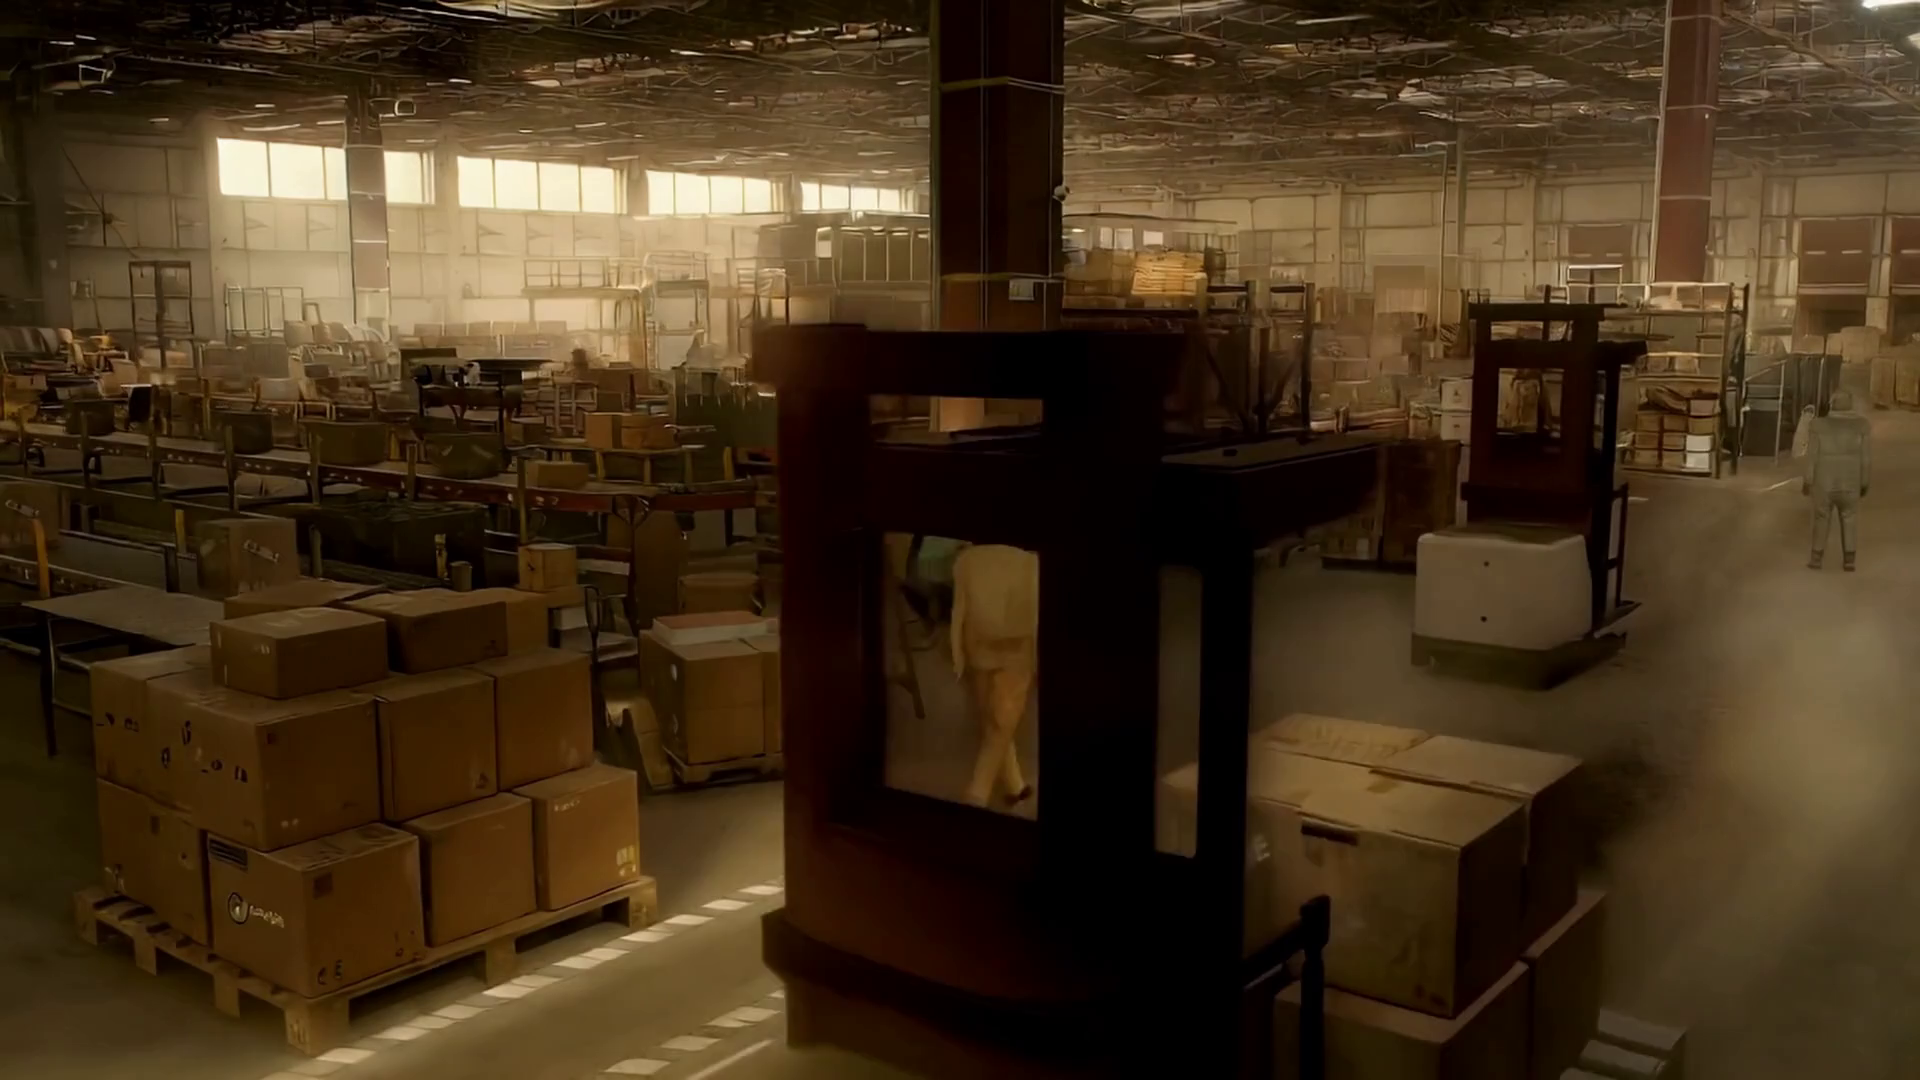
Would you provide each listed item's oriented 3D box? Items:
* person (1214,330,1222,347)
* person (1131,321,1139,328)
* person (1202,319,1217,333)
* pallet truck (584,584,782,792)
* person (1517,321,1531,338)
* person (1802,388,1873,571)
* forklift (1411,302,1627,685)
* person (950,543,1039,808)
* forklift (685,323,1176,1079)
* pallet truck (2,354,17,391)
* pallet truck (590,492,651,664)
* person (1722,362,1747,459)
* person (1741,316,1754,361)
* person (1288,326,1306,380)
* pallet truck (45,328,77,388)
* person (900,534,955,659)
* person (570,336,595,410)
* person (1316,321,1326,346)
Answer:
[{"bbox_3d":[6.731,-4.523,43.552,0.552,1.937,0.356,-8,12,-44],"label":"person"},{"bbox_3d":[6.401,-7.045,60.728,0.941,1.881,0.611,0,8,0],"label":"person"},{"bbox_3d":[8.930,-6.936,59.625,0.641,1.994,0.533,2,9,15],"label":"person"},{"bbox_3d":[-1.426,0.805,10.019,1.601,1.201,0.680,-4,9,-26],"label":"pallet truck"},{"bbox_3d":[26.243,-9.532,77.391,0.615,1.931,0.956,2,9,16],"label":"person"},{"bbox_3d":[9.163,-0.629,17.408,0.642,1.909,0.399,3,9,22],"label":"person"},{"bbox_3d":[4.379,-0.438,12.852,1.129,2.768,1.873,7,11,37],"label":"forklift"},{"bbox_3d":[0.220,0.649,9.178,0.602,1.799,0.918,5,10,33],"label":"person"},{"bbox_3d":[-0.018,0.905,3.800,1.129,2.768,1.873,7,11,37],"label":"forklift"},{"bbox_3d":[-24.881,-4.417,42.634,1.885,1.965,0.823,8,11,41],"label":"pallet truck"},{"bbox_3d":[-3.115,0.344,12.883,0.653,1.274,1.630,7,11,37],"label":"pallet truck"},{"bbox_3d":[13.605,-2.274,29.188,0.316,1.698,0.542,-1,9,-9],"label":"person"},{"bbox_3d":[33.749,-8.618,71.246,0.587,1.916,0.404,-7,11,-40],"label":"person"},{"bbox_3d":[10.259,-5.599,50.461,0.687,2.000,0.831,-7,11,-40],"label":"person"},{"bbox_3d":[-23.775,-4.544,43.495,1.885,1.965,0.823,6,10,35],"label":"pallet truck"},{"bbox_3d":[-0.241,0.111,13.154,0.376,1.677,0.546,6,10,35],"label":"person"},{"bbox_3d":[-9.273,-4.056,40.739,0.806,1.840,0.521,6,10,35],"label":"person"},{"bbox_3d":[13.045,-6.997,60.391,0.989,1.905,0.635,1,9,9],"label":"person"}]
